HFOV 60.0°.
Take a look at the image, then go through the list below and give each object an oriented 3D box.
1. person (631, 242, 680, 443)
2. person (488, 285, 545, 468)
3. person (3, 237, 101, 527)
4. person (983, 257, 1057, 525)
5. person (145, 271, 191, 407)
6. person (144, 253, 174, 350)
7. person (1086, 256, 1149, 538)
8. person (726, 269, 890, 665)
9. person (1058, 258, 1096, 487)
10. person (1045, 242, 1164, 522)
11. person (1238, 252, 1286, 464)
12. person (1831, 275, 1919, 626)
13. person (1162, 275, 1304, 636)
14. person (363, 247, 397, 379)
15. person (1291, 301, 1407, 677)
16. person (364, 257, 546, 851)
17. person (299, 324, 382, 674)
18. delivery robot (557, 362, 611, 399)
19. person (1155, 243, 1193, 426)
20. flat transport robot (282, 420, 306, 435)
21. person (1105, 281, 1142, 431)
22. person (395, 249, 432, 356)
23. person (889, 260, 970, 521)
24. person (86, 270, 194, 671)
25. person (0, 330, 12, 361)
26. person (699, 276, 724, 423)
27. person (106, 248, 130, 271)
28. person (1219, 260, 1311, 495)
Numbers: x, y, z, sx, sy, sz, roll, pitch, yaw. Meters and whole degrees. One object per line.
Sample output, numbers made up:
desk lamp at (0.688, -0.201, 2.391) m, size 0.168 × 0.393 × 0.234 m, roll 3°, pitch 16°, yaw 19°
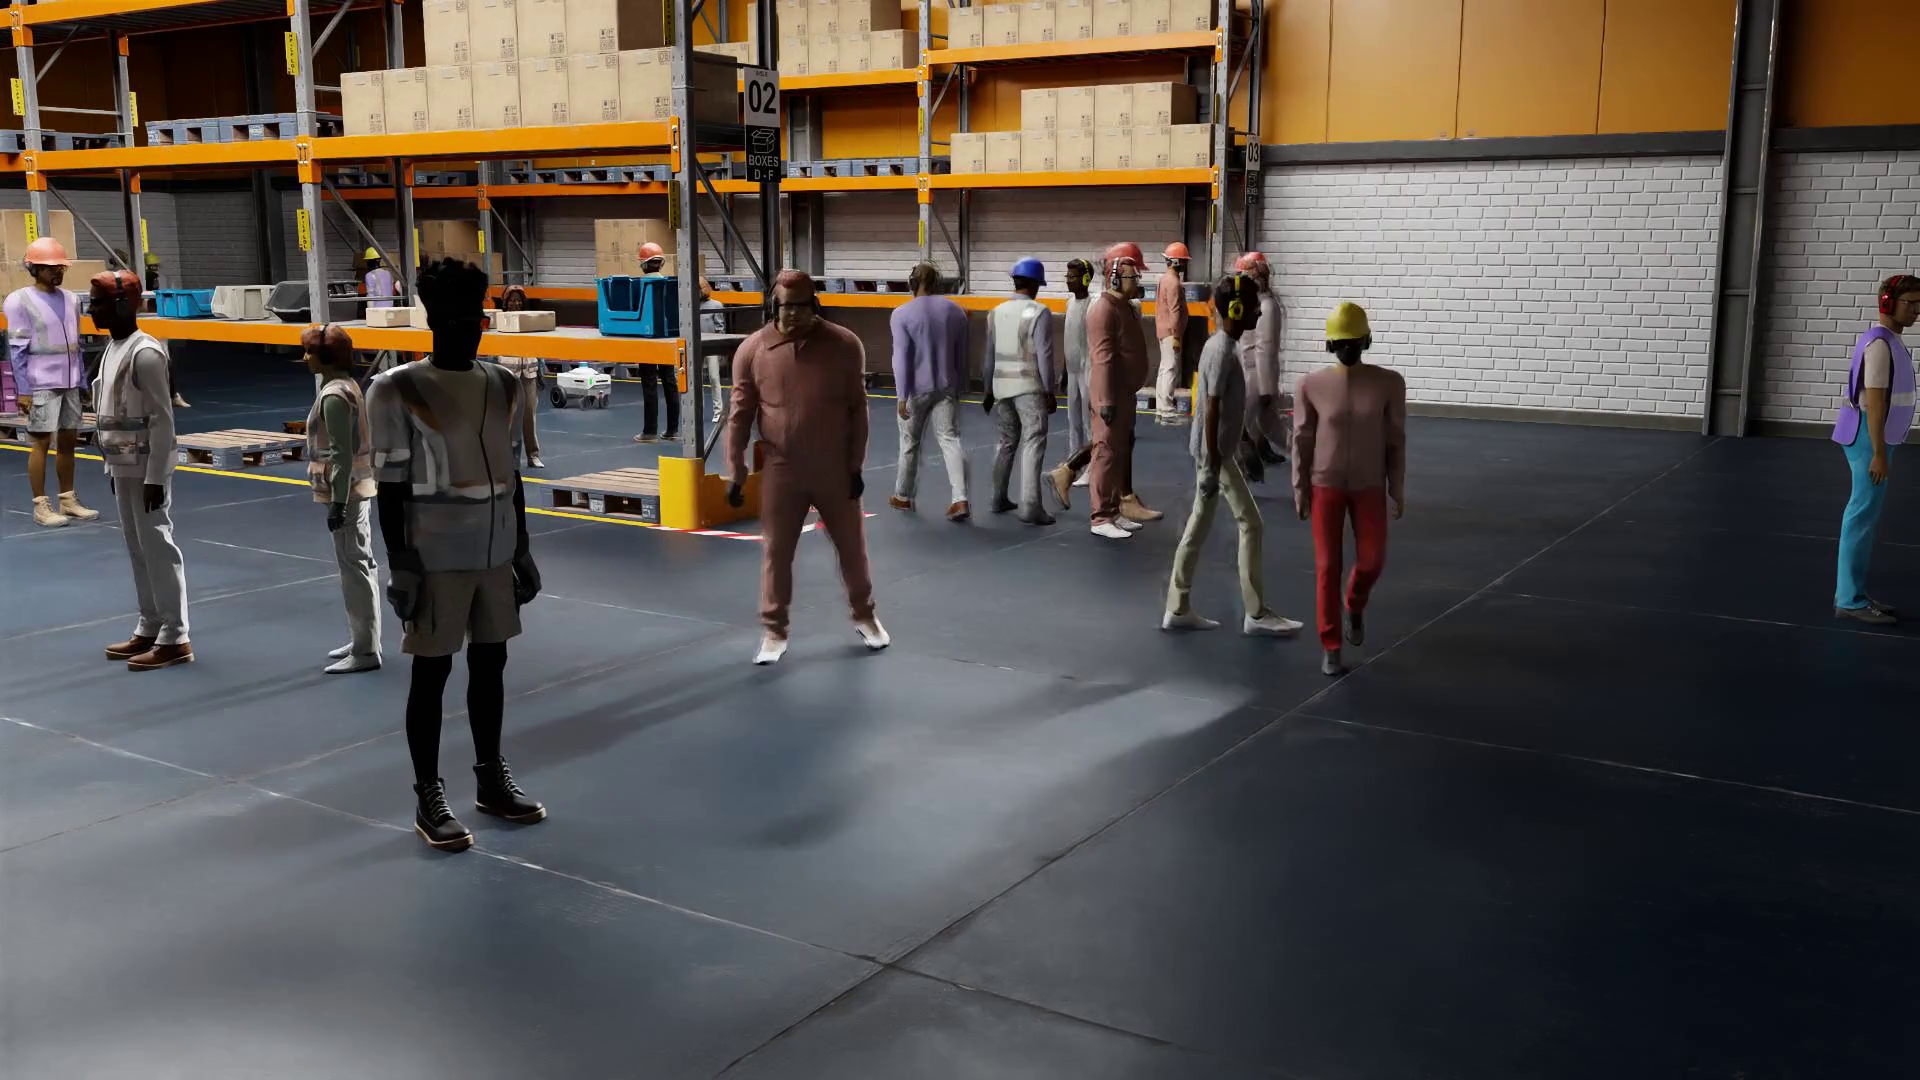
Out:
person at (-3.051, -1.965, 16.644) m, size 0.375 × 1.995 × 0.611 m, roll 10°, pitch 14°, yaw 43°
person at (-3.916, -1.430, 14.687) m, size 0.514 × 1.634 × 0.311 m, roll -8°, pitch 13°, yaw -38°
person at (-6.420, -1.117, 11.822) m, size 0.396 × 2.038 × 0.614 m, roll 3°, pitch 11°, yaw 16°
person at (0.443, -1.081, 12.056) m, size 0.560 × 1.898 × 0.803 m, roll -8°, pitch 13°, yaw -39°
person at (-9.716, -2.381, 19.930) m, size 0.709 × 1.675 × 0.560 m, roll -1°, pitch 10°, yaw -5°
person at (-12.515, -3.552, 25.913) m, size 0.524 × 1.823 × 0.591 m, roll 10°, pitch 14°, yaw 43°
person at (1.092, -0.980, 11.428) m, size 0.403 × 1.911 × 0.637 m, roll 4°, pitch 11°, yaw 20°
person at (-0.723, -0.355, 8.047) m, size 0.817 × 1.886 × 0.533 m, roll -1°, pitch 10°, yaw -6°
person at (0.992, -1.371, 13.710) m, size 0.335 × 1.869 × 0.521 m, roll -6°, pitch 12°, yaw -30°
person at (1.047, -1.140, 12.025) m, size 0.858 × 2.017 × 0.618 m, roll 4°, pitch 11°, yaw 21°
person at (2.658, -1.608, 14.891) m, size 0.728 × 1.909 × 0.565 m, roll 8°, pitch 13°, yaw 38°
person at (4.872, -0.485, 8.876) m, size 0.394 × 1.839 × 0.563 m, roll 6°, pitch 12°, yaw 30°
person at (1.439, -0.422, 8.521) m, size 0.832 × 1.839 × 0.526 m, roll 1°, pitch 10°, yaw 3°
person at (-8.482, -3.300, 24.270) m, size 0.402 × 1.919 × 0.588 m, roll 2°, pitch 11°, yaw 13°
person at (1.819, -0.251, 7.822) m, size 0.535 × 1.743 × 0.492 m, roll 1°, pitch 10°, yaw 8°
person at (-1.684, 0.038, 5.622) m, size 0.367 × 1.967 × 0.606 m, roll 7°, pitch 12°, yaw 34°
person at (-2.900, -0.194, 7.823) m, size 0.311 × 1.636 × 0.523 m, roll -3°, pitch 11°, yaw -15°
delivery robot at (-4.526, -1.900, 20.018) m, size 0.707 × 0.478 × 0.477 m, roll 8°, pitch 13°, yaw 40°
person at (2.338, -2.254, 18.251) m, size 0.390 × 1.991 × 0.624 m, roll -1°, pitch 10°, yaw -4°
flat transport robot at (-6.027, -1.076, 16.500) m, size 1.431 × 0.197 × 0.652 m, roll 6°, pitch 12°, yaw 32°
person at (1.589, -1.897, 16.928) m, size 0.523 × 1.761 × 0.323 m, roll -3°, pitch 11°, yaw -16°
person at (-6.147, -2.356, 19.038) m, size 0.605 × 1.913 × 0.415 m, roll -4°, pitch 11°, yaw -22°
person at (-0.206, -1.087, 12.132) m, size 0.647 × 1.897 × 1.046 m, roll -5°, pitch 11°, yaw -27°
person at (-3.897, -0.328, 7.883) m, size 0.339 × 1.882 × 0.584 m, roll -9°, pitch 14°, yaw -42°
person at (-13.165, -2.960, 23.163) m, size 0.280 × 1.633 × 0.503 m, roll 5°, pitch 12°, yaw 27°
person at (-2.868, -2.117, 18.521) m, size 0.505 × 1.622 × 0.297 m, roll 2°, pitch 10°, yaw 9°
person at (-12.026, -3.238, 23.941) m, size 0.635 × 1.914 × 0.899 m, roll -6°, pitch 12°, yaw -30°
person at (2.423, -1.259, 13.088) m, size 0.898 × 1.875 × 0.644 m, roll 2°, pitch 10°, yaw 12°
